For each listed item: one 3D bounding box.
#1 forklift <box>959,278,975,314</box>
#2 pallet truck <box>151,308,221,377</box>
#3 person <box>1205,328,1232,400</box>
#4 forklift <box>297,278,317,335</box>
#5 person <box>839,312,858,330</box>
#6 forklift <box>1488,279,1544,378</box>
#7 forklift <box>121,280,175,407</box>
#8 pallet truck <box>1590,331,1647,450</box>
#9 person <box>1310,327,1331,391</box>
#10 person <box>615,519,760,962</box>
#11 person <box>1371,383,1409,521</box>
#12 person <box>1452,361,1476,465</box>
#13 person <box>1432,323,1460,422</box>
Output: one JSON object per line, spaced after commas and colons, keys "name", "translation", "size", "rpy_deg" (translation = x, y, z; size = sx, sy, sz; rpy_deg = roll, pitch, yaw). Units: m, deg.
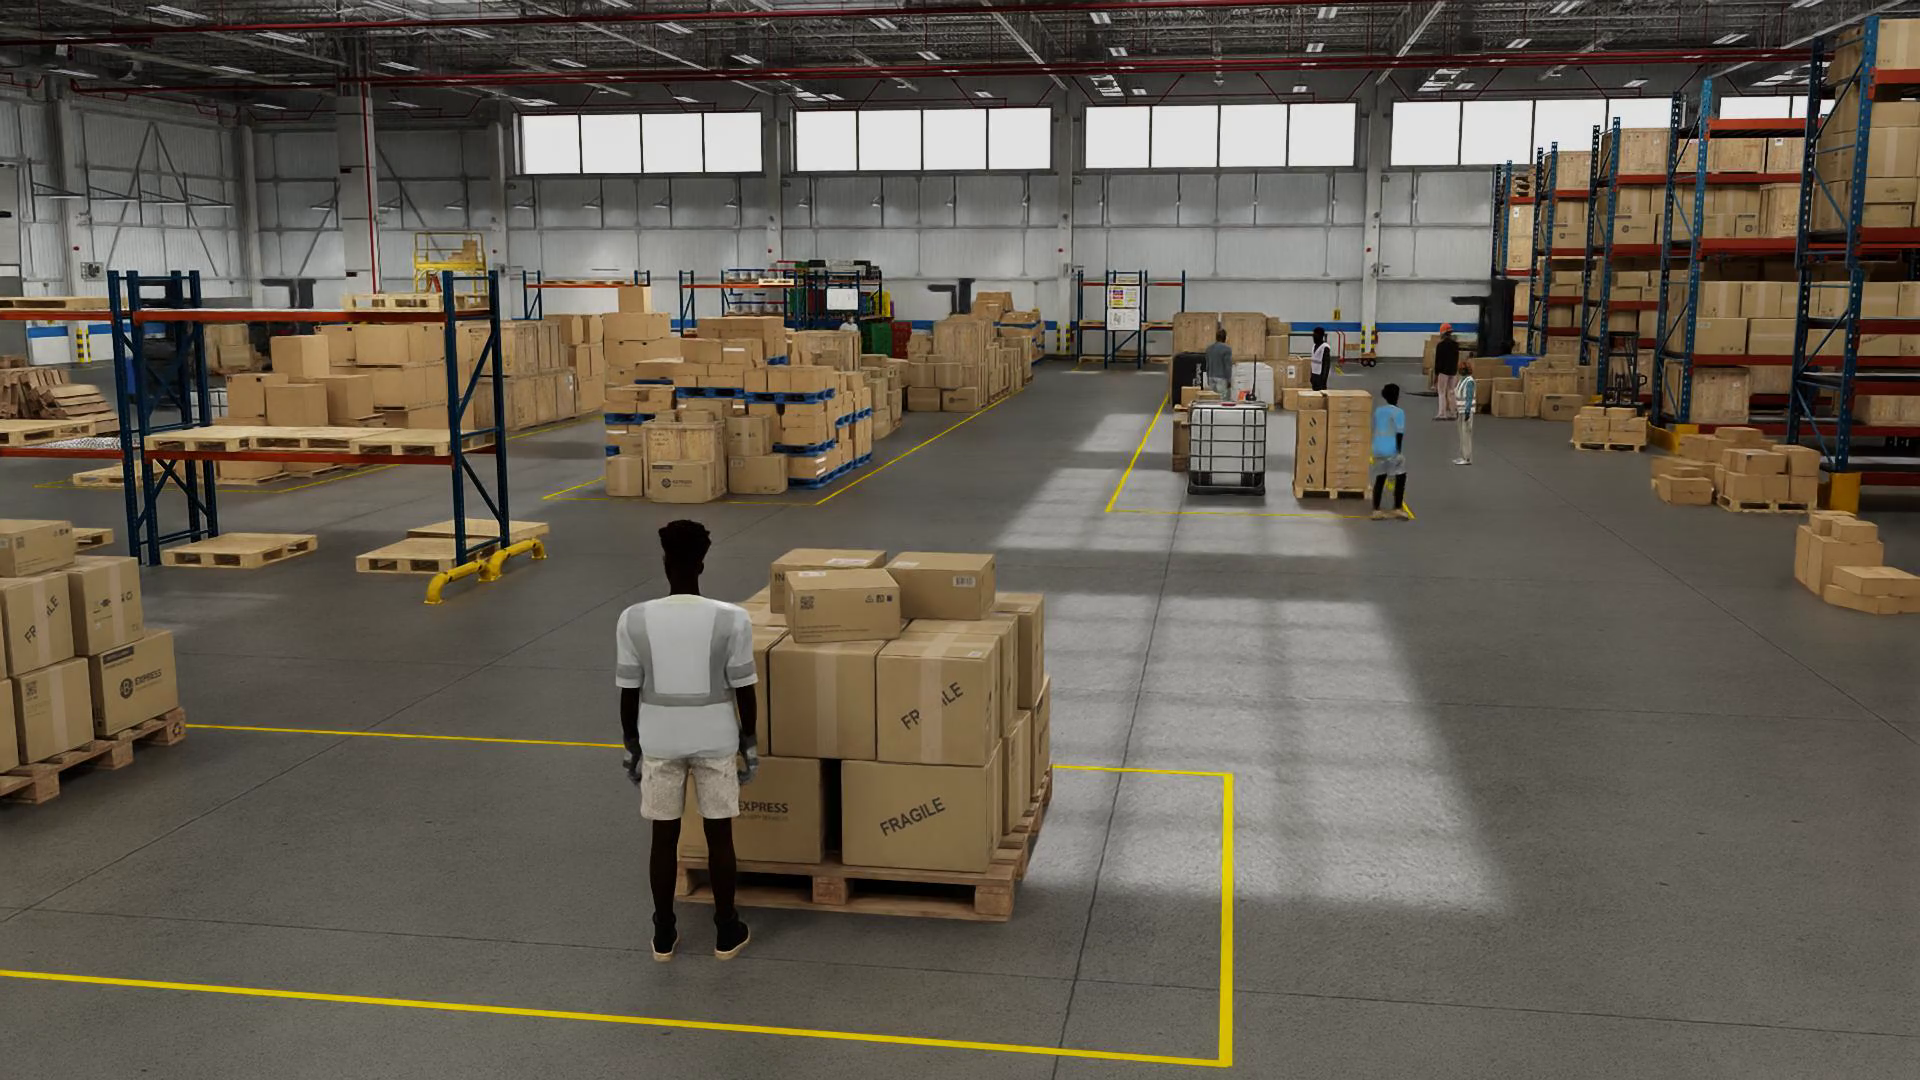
{"name": "forklift", "translation": [0.171, -5.962, 46.683], "size": [1.873, 2.768, 1.129], "rpy_deg": [0, 9, 3]}
{"name": "pallet truck", "translation": [-21.869, -5.598, 47.154], "size": [0.823, 1.965, 1.885], "rpy_deg": [4, 10, 26]}
{"name": "person", "translation": [4.959, -3.088, 31.894], "size": [0.369, 1.931, 0.630], "rpy_deg": [-7, 12, -38]}
{"name": "forklift", "translation": [-16.925, -5.404, 43.240], "size": [1.873, 2.768, 1.129], "rpy_deg": [-3, 10, -17]}
{"name": "person", "translation": [-2.942, -5.093, 44.225], "size": [0.356, 1.936, 0.634], "rpy_deg": [8, 12, 41]}
{"name": "forklift", "translation": [12.439, -4.583, 38.182], "size": [1.873, 2.768, 1.129], "rpy_deg": [6, 11, 34]}
{"name": "forklift", "translation": [-17.898, -4.386, 36.966], "size": [1.129, 2.768, 1.873], "rpy_deg": [-8, 12, -41]}
{"name": "pallet truck", "translation": [11.253, -2.573, 28.499], "size": [0.823, 1.965, 1.885], "rpy_deg": [5, 10, 27]}
{"name": "person", "translation": [7.134, -3.257, 32.969], "size": [0.372, 1.915, 0.596], "rpy_deg": [-3, 10, -15]}
{"name": "person", "translation": [-1.183, 0.880, 7.297], "size": [0.613, 1.965, 0.361], "rpy_deg": [0, 9, -1]}
{"name": "person", "translation": [5.197, -1.068, 20.195], "size": [0.540, 1.665, 0.558], "rpy_deg": [-5, 11, -29]}
{"name": "person", "translation": [7.910, -1.992, 26.045], "size": [0.313, 1.631, 0.526], "rpy_deg": [0, 9, 0]}
{"name": "person", "translation": [9.734, -3.355, 33.343], "size": [0.615, 1.992, 0.402], "rpy_deg": [-6, 11, -31]}
